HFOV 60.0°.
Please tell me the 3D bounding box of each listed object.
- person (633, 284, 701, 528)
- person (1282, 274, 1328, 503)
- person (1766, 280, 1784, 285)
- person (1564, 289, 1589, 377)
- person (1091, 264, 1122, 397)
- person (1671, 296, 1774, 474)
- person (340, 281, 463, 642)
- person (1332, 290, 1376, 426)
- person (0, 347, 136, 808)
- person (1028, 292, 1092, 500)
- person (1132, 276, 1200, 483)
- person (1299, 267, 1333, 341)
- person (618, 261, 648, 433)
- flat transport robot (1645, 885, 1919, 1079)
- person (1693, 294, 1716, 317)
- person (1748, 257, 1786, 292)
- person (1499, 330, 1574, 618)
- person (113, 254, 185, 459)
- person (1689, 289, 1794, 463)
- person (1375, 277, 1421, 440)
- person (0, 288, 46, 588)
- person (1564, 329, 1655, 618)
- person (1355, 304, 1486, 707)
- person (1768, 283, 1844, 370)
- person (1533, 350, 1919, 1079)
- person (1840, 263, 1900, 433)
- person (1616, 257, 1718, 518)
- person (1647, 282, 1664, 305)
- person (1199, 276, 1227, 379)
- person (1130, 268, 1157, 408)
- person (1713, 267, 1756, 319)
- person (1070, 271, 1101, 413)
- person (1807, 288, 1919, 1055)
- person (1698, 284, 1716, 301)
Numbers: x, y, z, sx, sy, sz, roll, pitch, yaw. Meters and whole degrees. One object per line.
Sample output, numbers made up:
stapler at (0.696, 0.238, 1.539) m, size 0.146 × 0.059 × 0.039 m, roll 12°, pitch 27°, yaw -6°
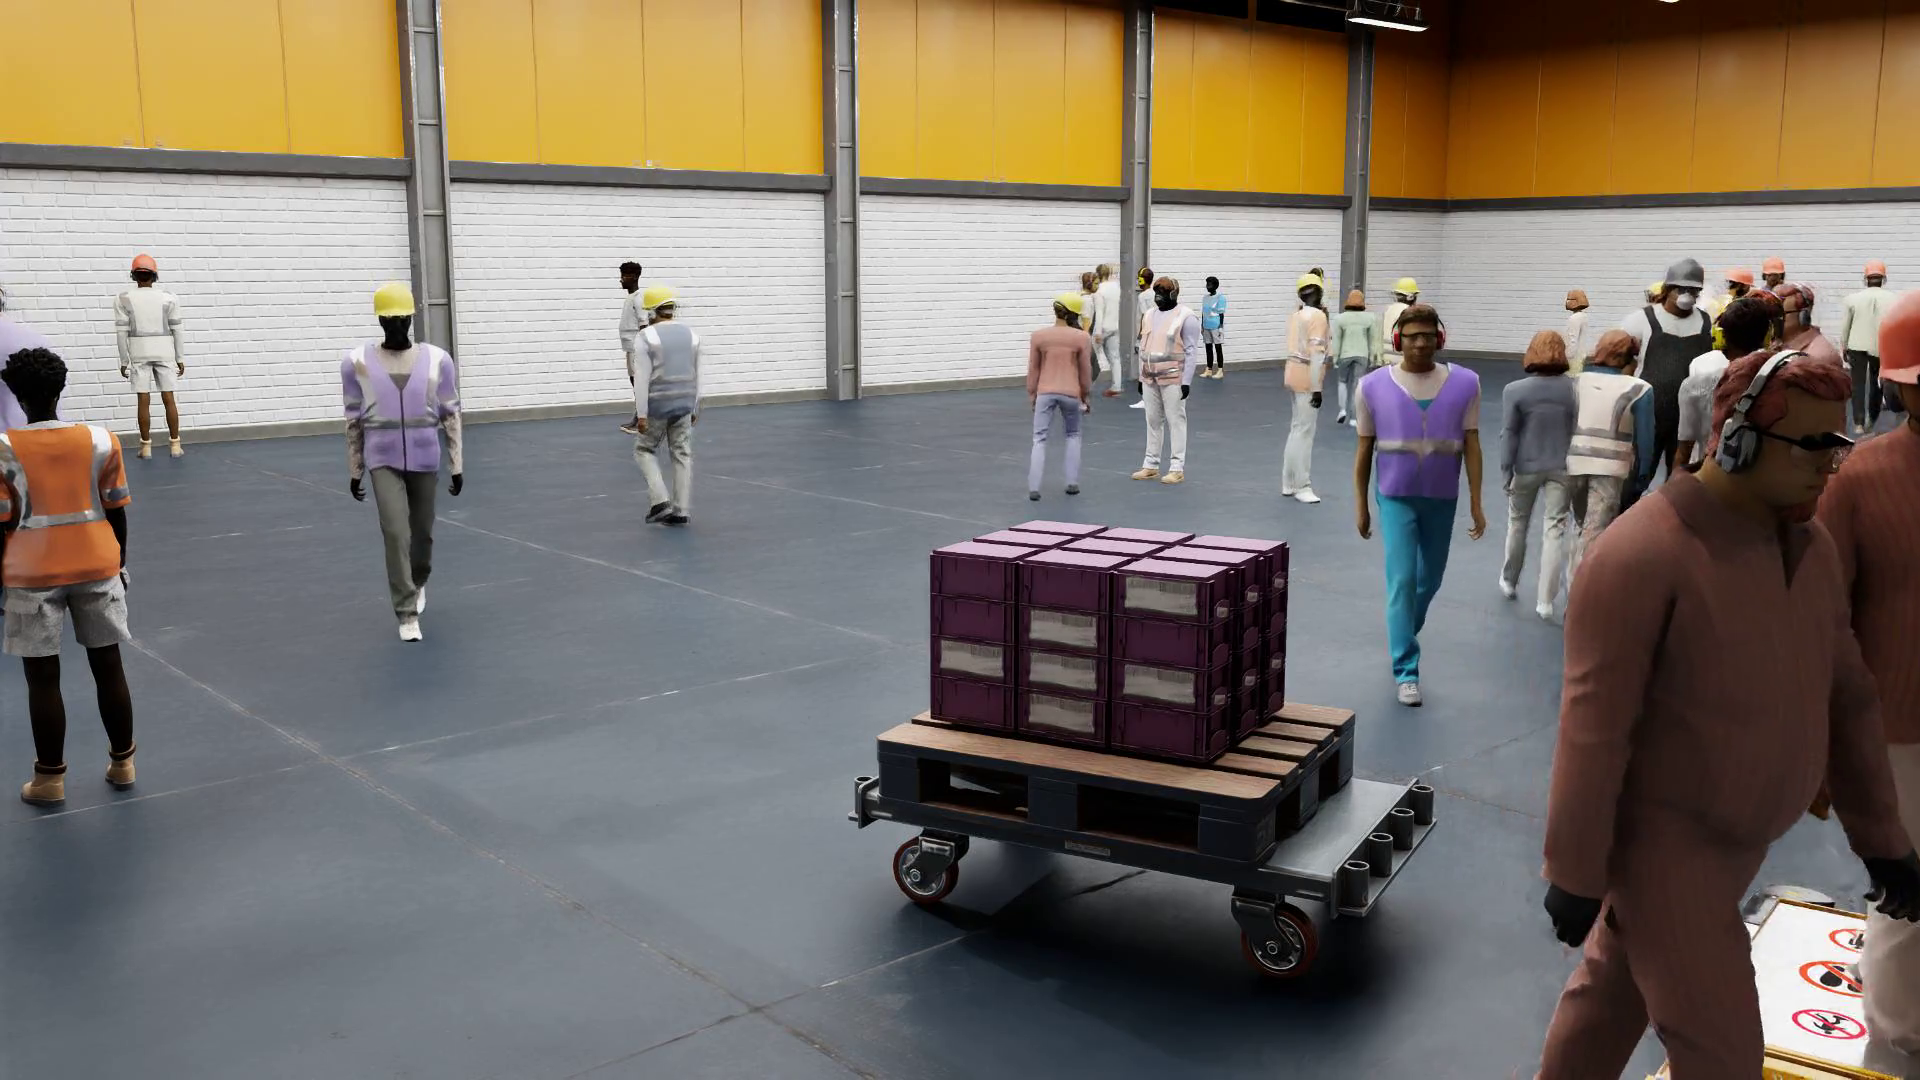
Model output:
person at (-2.186, -0.986, 12.380) m, size 0.613 × 1.814 × 0.427 m, roll -9°, pitch 13°, yaw -42°
person at (2.902, -1.262, 13.828) m, size 0.382 × 1.879 × 0.720 m, roll -2°, pitch 10°, yaw -9°
person at (10.493, -2.618, 21.760) m, size 0.432 × 1.868 × 0.611 m, roll 6°, pitch 12°, yaw 33°
person at (7.193, -2.112, 19.498) m, size 0.279 × 1.633 × 0.505 m, roll 6°, pitch 11°, yaw 30°
person at (1.974, -3.005, 23.927) m, size 0.883 × 1.903 × 0.657 m, roll 7°, pitch 12°, yaw 35°
person at (3.290, -0.098, 7.073) m, size 0.545 × 1.845 × 0.569 m, roll 2°, pitch 10°, yaw 14°
person at (-3.021, -0.453, 9.029) m, size 0.594 × 1.900 × 0.886 m, roll -4°, pitch 11°, yaw -24°
person at (4.690, -2.162, 19.816) m, size 0.508 × 1.621 × 0.371 m, roll 2°, pitch 10°, yaw 12°
person at (-3.327, 0.139, 6.144) m, size 0.320 × 1.692 × 0.531 m, roll 9°, pitch 13°, yaw 43°
person at (0.839, -1.198, 13.879) m, size 0.532 × 1.721 × 0.559 m, roll 2°, pitch 10°, yaw 11°
person at (1.826, -1.430, 14.894) m, size 0.430 × 1.845 × 0.619 m, roll -9°, pitch 13°, yaw -42°
person at (5.403, -3.209, 25.278) m, size 0.376 × 1.851 × 0.517 m, roll -7°, pitch 12°, yaw -34°
person at (-3.726, -2.207, 19.075) m, size 0.361 × 1.964 × 0.616 m, roll -4°, pitch 10°, yaw -22°
flat transport robot at (2.170, 1.200, 4.090) m, size 0.652 × 0.197 × 1.431 m, roll 7°, pitch 12°, yaw 36°
person at (8.565, -2.229, 19.485) m, size 0.577 × 1.877 × 0.969 m, roll 9°, pitch 13°, yaw 43°
person at (9.523, -2.304, 19.540) m, size 0.660 × 1.998 × 1.016 m, roll 4°, pitch 10°, yaw 22°
person at (3.337, -0.394, 9.546) m, size 0.508 × 1.599 × 0.814 m, roll 2°, pitch 10°, yaw 13°
person at (-8.096, -1.830, 16.646) m, size 0.607 × 2.044 × 0.375 m, roll -5°, pitch 11°, yaw -29°
person at (3.769, -0.266, 8.017) m, size 0.539 × 1.864 × 0.602 m, roll -9°, pitch 13°, yaw -43°
person at (4.842, -1.995, 18.366) m, size 0.911 × 1.796 × 0.589 m, roll -3°, pitch 10°, yaw -15°
person at (-5.769, -0.626, 9.990) m, size 0.633 × 1.921 × 0.677 m, roll -9°, pitch 13°, yaw -41°
person at (3.619, -0.372, 9.356) m, size 0.658 × 1.613 × 0.523 m, roll -8°, pitch 13°, yaw -40°
person at (2.124, -0.202, 7.797) m, size 0.574 × 1.817 × 0.890 m, roll 0°, pitch 10°, yaw 2°
person at (4.330, -0.428, 8.920) m, size 0.719 × 1.877 × 0.660 m, roll 1°, pitch 10°, yaw 9°
person at (1.453, 0.578, 3.095) m, size 0.671 × 1.844 × 0.984 m, roll -8°, pitch 12°, yaw -38°
person at (10.520, -2.221, 19.249) m, size 0.618 × 1.931 × 1.025 m, roll 5°, pitch 11°, yaw 27°
person at (4.734, -0.888, 11.141) m, size 0.690 × 2.000 × 0.704 m, roll 1°, pitch 10°, yaw 5°
person at (7.565, -1.944, 18.195) m, size 0.692 × 1.727 × 0.546 m, roll -2°, pitch 10°, yaw -14°
person at (4.177, -3.511, 27.520) m, size 0.319 × 1.693 × 0.530 m, roll -7°, pitch 12°, yaw -35°
person at (2.471, -2.682, 22.164) m, size 0.312 × 1.863 × 0.535 m, roll 6°, pitch 11°, yaw 30°
person at (8.344, -2.054, 18.377) m, size 0.728 × 1.901 × 0.604 m, roll 2°, pitch 10°, yaw 12°
person at (1.587, -2.529, 21.369) m, size 0.414 × 1.823 × 0.548 m, roll -3°, pitch 10°, yaw -16°
person at (2.180, 0.412, 3.765) m, size 0.638 × 1.968 × 0.530 m, roll -1°, pitch 10°, yaw -6°
person at (10.325, -2.934, 23.556) m, size 0.669 × 1.887 × 0.418 m, roll 4°, pitch 10°, yaw 20°
